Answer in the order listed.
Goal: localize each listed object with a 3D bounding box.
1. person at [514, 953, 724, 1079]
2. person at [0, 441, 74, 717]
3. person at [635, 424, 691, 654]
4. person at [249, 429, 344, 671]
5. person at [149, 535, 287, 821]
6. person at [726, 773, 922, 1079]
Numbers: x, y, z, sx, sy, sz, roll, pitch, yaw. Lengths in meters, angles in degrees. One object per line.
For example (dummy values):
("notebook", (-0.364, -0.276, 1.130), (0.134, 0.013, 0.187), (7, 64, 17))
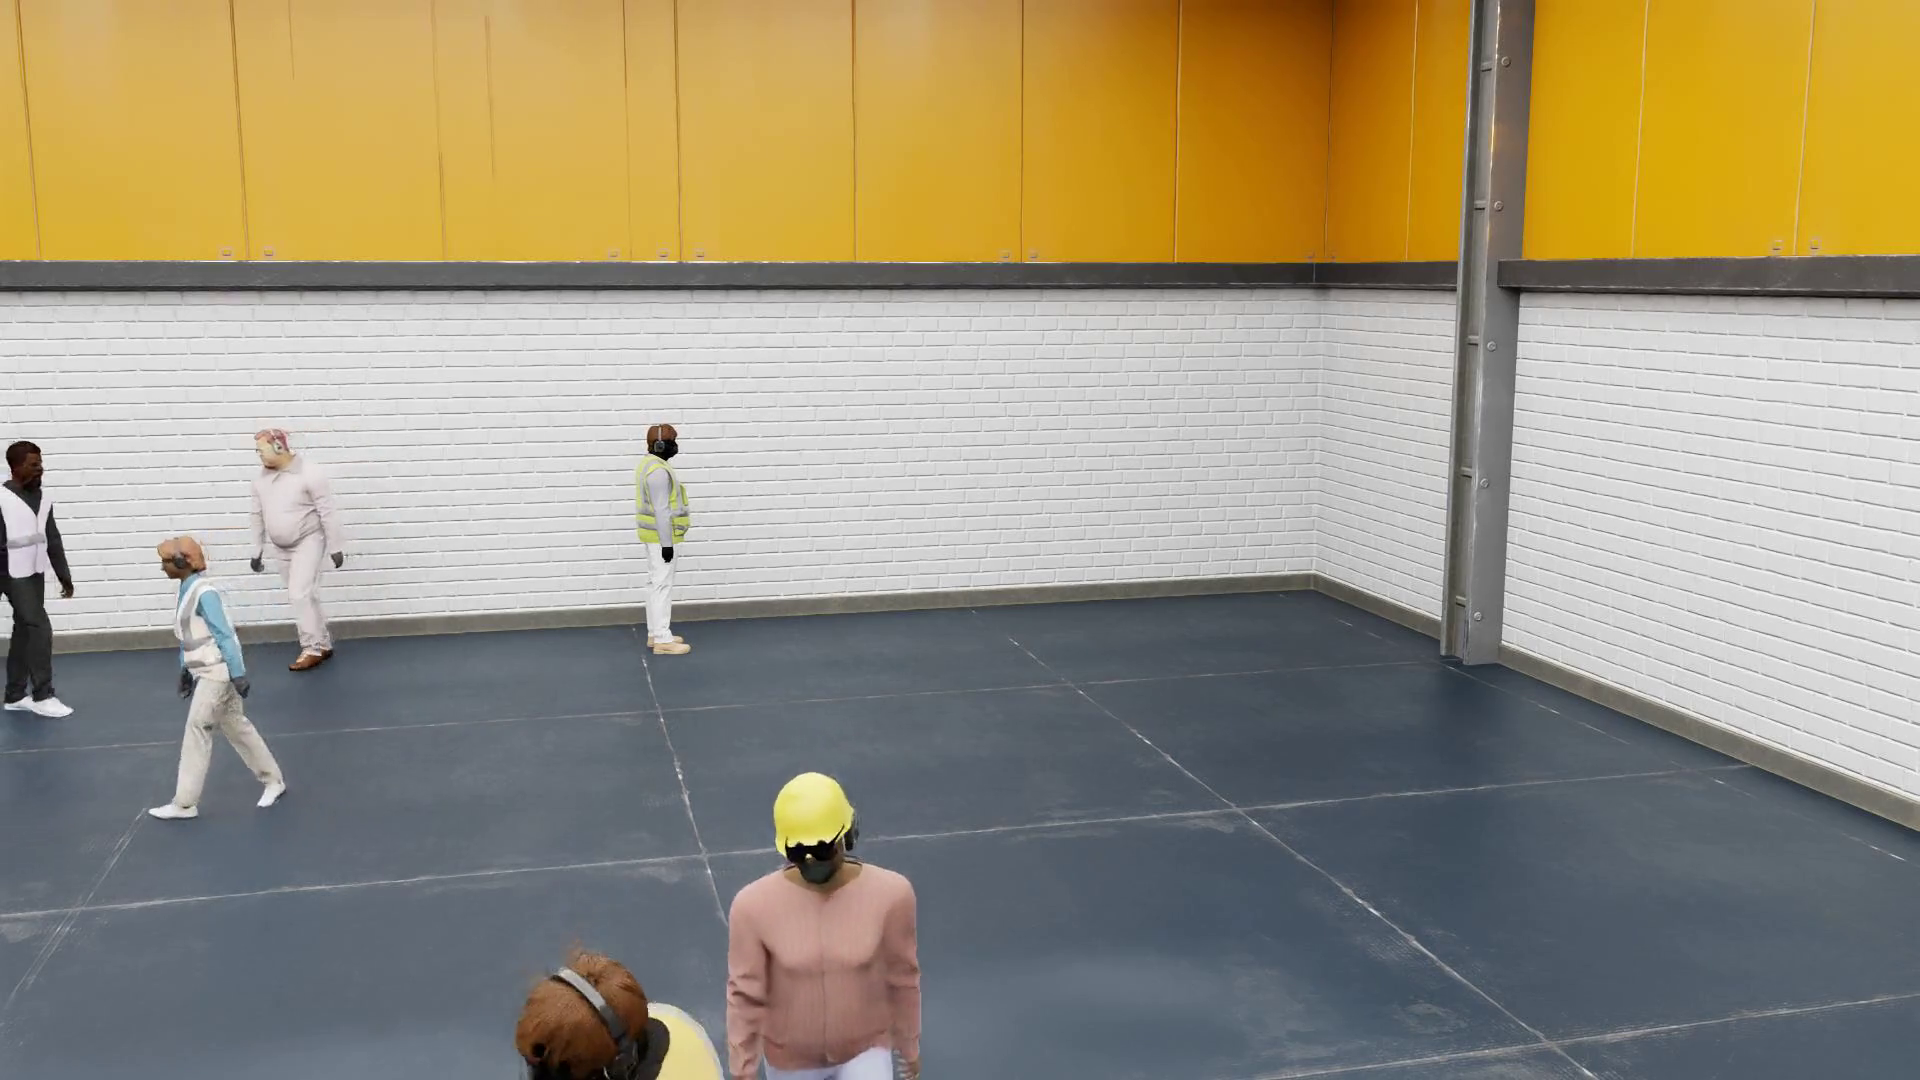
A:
("person", (-0.646, 1.628, 3.240), (0.435, 1.811, 0.694), (1, 9, 8))
("person", (-6.335, 0.268, 11.410), (0.736, 1.888, 0.618), (1, 9, 5))
("person", (-2.373, -0.014, 13.327), (0.429, 1.842, 0.637), (-3, 10, -18))
("person", (-5.094, 0.070, 12.737), (0.664, 1.865, 0.716), (4, 10, 24))
("person", (-4.167, 0.755, 9.311), (0.729, 1.586, 0.526), (-5, 11, -30))
("person", (-0.364, 1.445, 4.618), (0.551, 1.713, 0.926), (-1, 9, -8))
